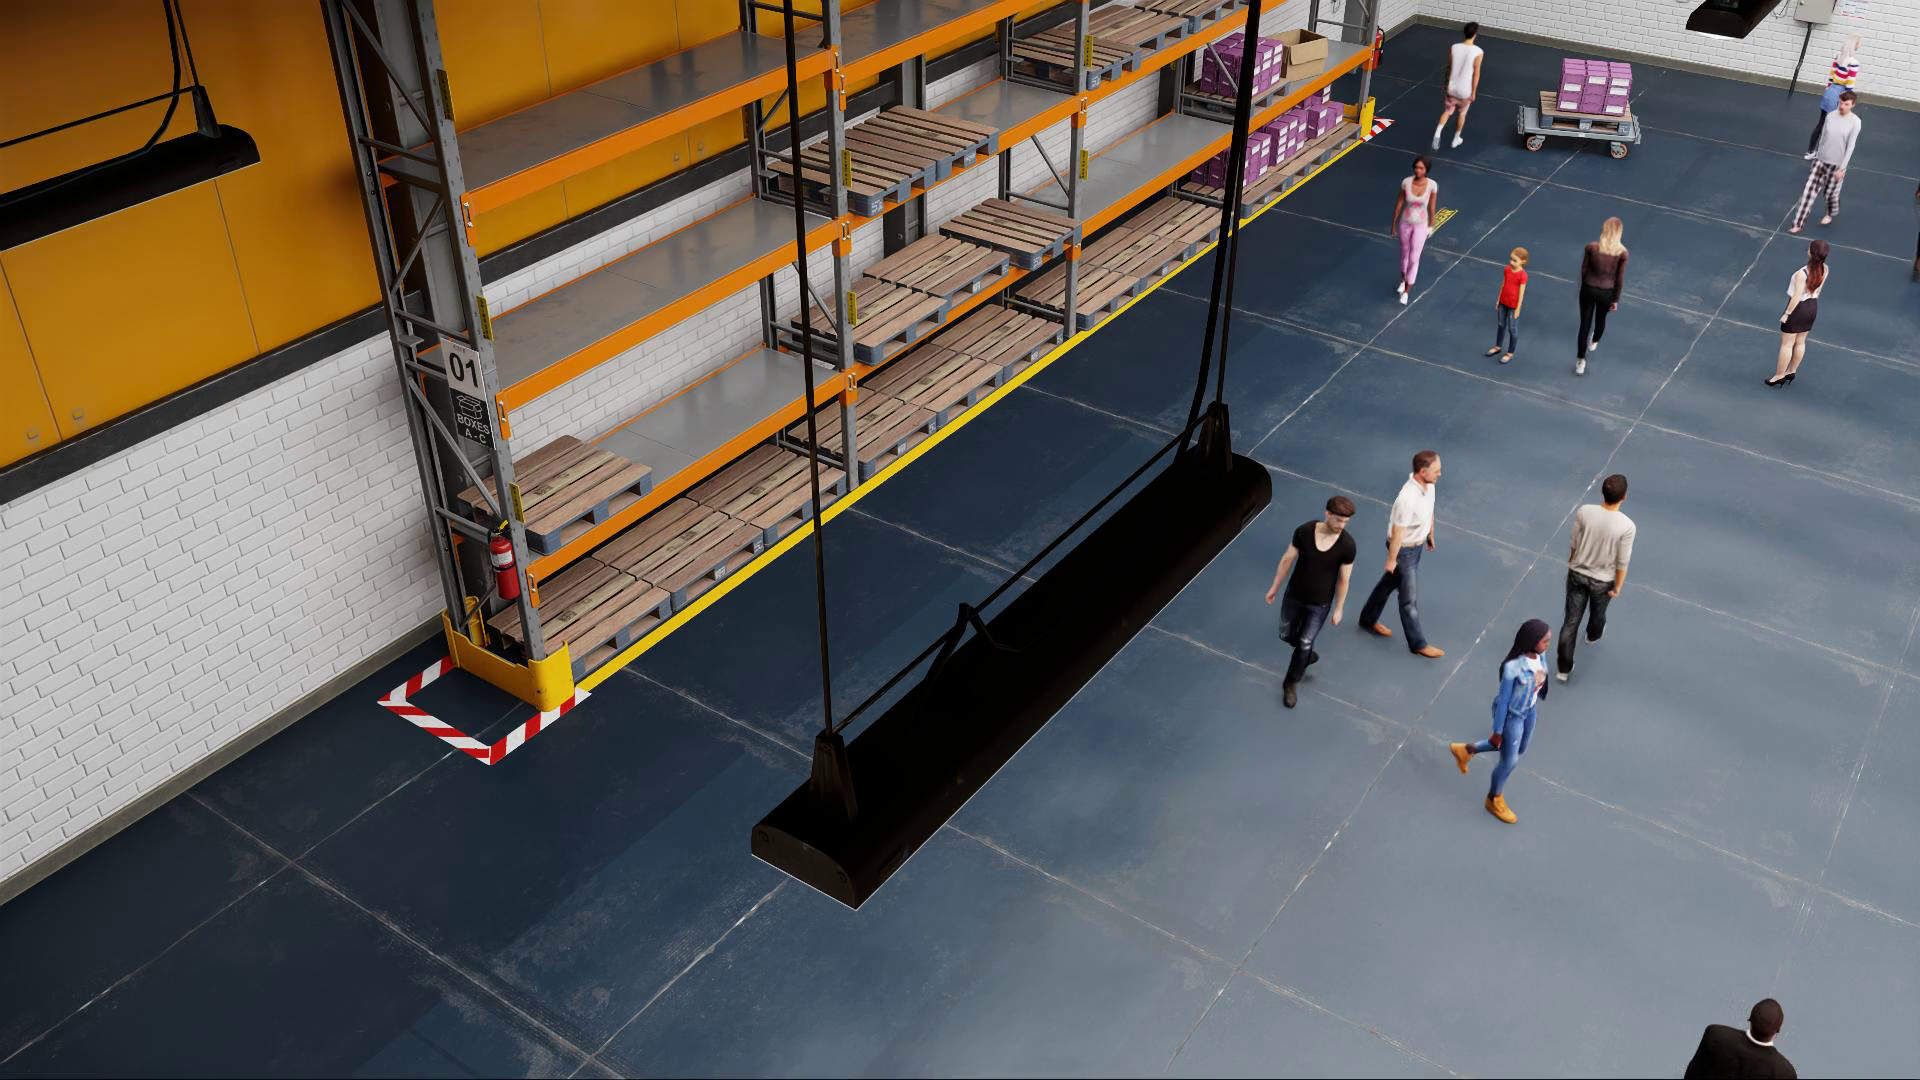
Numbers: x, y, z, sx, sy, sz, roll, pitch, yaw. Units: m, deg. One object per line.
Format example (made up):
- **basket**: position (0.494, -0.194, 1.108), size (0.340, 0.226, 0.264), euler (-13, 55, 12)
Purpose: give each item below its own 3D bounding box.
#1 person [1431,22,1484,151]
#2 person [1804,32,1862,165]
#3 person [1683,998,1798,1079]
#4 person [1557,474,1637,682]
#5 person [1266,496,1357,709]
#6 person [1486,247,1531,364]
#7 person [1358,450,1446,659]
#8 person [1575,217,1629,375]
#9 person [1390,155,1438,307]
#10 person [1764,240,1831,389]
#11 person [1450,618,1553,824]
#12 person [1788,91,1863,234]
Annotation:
- **person**: position (6.942, -6.296, 23.237), size (0.650, 1.770, 0.985), euler (23, 40, 30)
- **person**: position (12.039, -6.086, 22.889), size (0.765, 1.805, 0.690), euler (-4, 34, -7)
- **person**: position (4.104, 3.183, 8.971), size (0.723, 1.775, 1.078), euler (26, 42, 34)
- **person**: position (5.003, 0.334, 13.255), size (0.652, 1.779, 1.070), euler (20, 39, 27)
- **person**: position (2.763, 0.426, 13.031), size (0.803, 1.872, 0.844), euler (24, 40, 32)
- **person**: position (5.987, -2.567, 18.046), size (0.571, 1.307, 0.539), euler (-17, 37, -24)
- **person**: position (3.578, 0.043, 13.652), size (0.747, 1.823, 0.958), euler (23, 40, 30)
- **person**: position (6.769, -2.567, 17.723), size (0.775, 1.663, 1.087), euler (12, 35, 17)
- **person**: position (5.281, -3.651, 19.309), size (0.690, 1.712, 0.971), euler (15, 37, 22)
- **person**: position (8.810, -2.374, 17.446), size (0.588, 1.649, 0.690), euler (-15, 37, -21)
- **person**: position (3.907, 1.236, 11.973), size (0.866, 1.695, 0.774), euler (-26, 42, -33)
- **person**: position (10.999, -4.754, 20.895), size (1.211, 1.795, 0.830), euler (-24, 41, -32)
